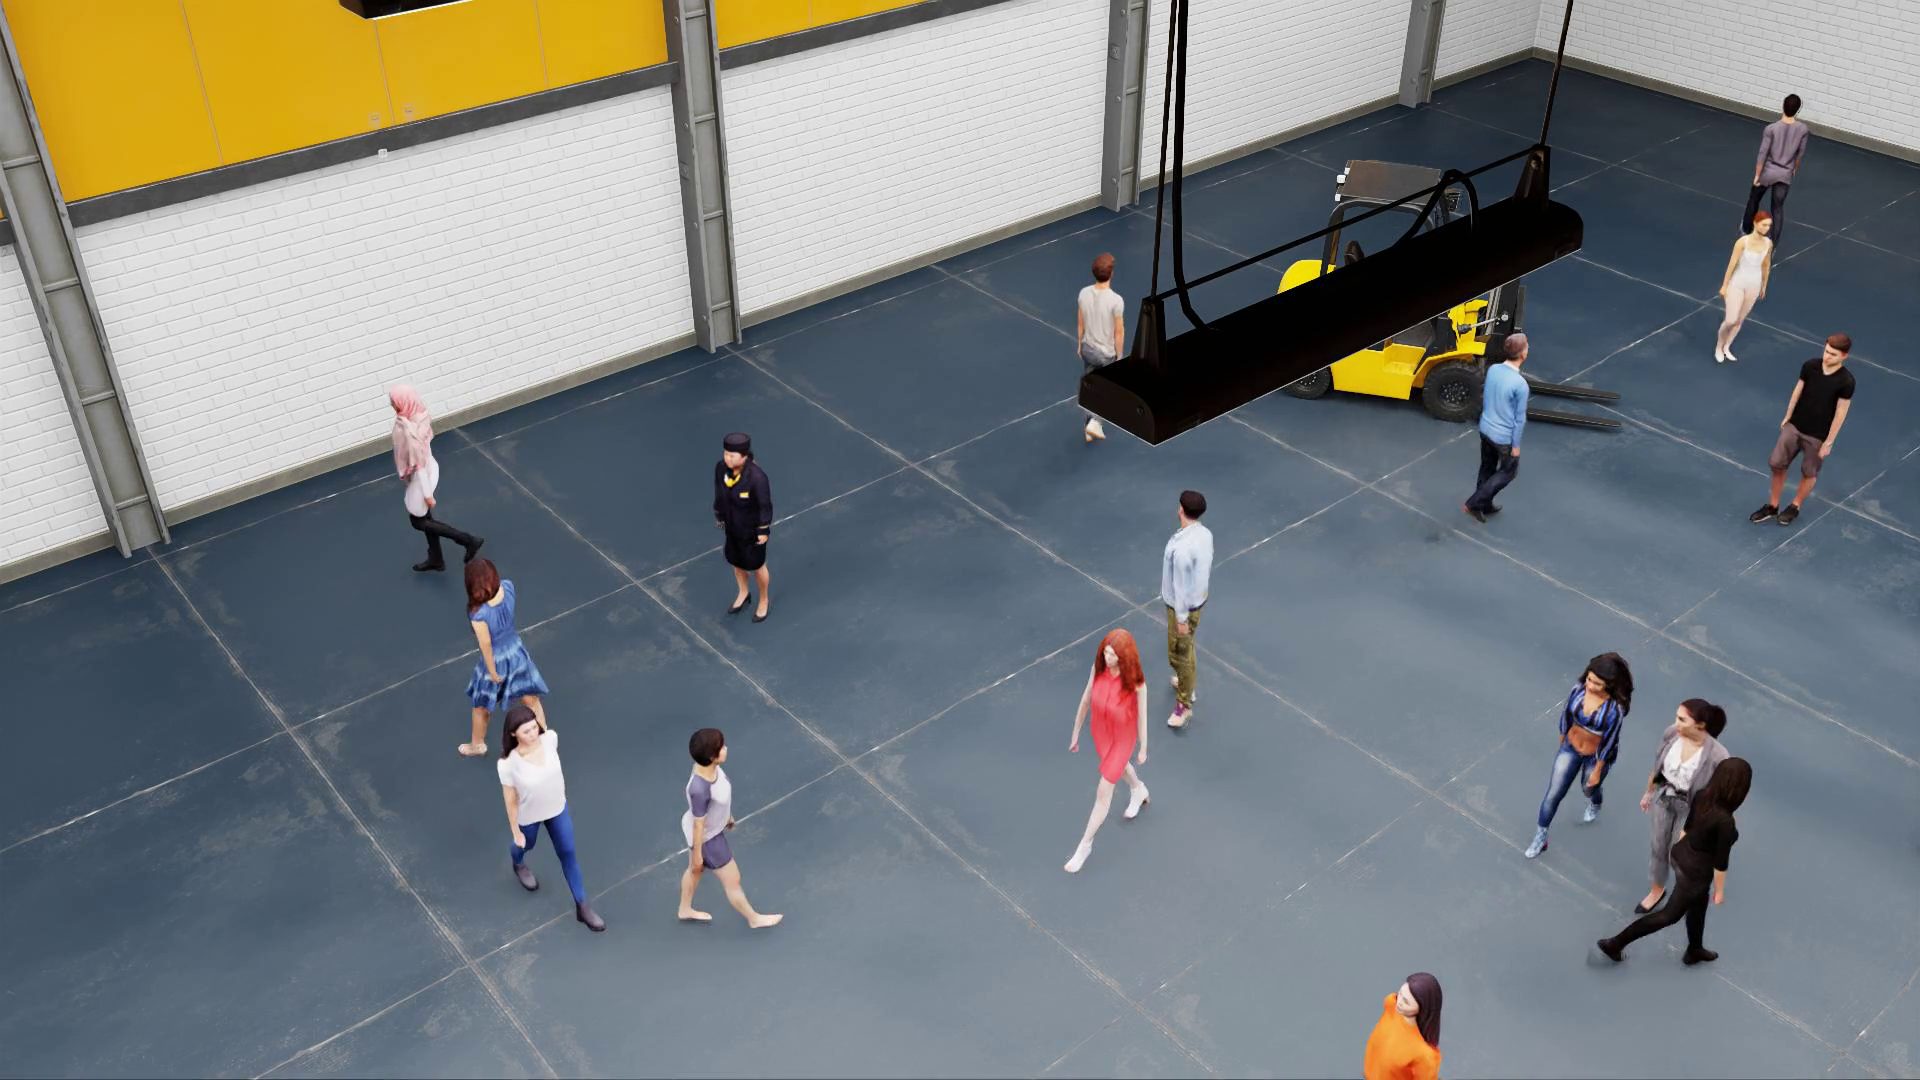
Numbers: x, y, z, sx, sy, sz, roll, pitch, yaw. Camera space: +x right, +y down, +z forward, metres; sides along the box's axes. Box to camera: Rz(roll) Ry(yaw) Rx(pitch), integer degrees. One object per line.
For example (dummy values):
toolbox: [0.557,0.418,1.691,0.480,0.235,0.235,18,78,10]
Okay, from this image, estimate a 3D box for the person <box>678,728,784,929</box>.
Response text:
person: [-1.673,1.842,10.481,1.009,1.529,0.908,0,34,0]

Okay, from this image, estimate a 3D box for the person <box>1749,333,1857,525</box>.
person: [7.450,-0.980,14.438,0.785,1.850,0.742,-21,39,-28]

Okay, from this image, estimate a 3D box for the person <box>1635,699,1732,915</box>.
person: [4.640,1.685,10.608,0.821,1.651,0.678,-22,40,-30]

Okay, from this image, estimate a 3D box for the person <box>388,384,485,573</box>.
person: [-4.347,-0.489,13.754,0.986,1.789,0.871,-5,34,-7]

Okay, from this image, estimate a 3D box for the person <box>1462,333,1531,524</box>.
person: [4.629,-0.930,14.404,0.854,1.805,0.788,-14,36,-20]

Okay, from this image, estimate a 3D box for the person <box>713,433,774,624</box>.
person: [-1.708,-0.107,13.287,0.773,1.671,0.737,19,38,27]

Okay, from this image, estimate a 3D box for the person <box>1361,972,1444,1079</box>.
person: [2.357,2.872,8.748,0.954,1.735,0.838,-7,34,-10]

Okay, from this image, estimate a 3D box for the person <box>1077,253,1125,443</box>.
person: [1.269,-1.731,15.540,0.778,1.882,0.804,21,39,28]

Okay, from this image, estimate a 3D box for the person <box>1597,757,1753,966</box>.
person: [4.383,2.033,10.134,1.112,1.597,0.994,2,34,2]

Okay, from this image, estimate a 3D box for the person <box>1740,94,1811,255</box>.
person: [9.512,-4.214,19.333,1.128,1.817,1.281,7,34,11]

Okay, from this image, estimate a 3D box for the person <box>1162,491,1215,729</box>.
person: [1.688,0.518,12.242,0.986,1.786,0.779,7,34,10]

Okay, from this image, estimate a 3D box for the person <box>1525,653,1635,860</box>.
person: [4.207,1.413,11.072,1.018,1.591,0.647,-28,43,-36]

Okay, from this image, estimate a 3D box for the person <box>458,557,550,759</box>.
person: [-3.122,0.920,11.650,0.956,1.772,1.019,15,36,21]

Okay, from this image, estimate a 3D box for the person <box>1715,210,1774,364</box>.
person: [8.026,-2.635,17.122,0.669,1.636,0.750,-3,34,-5]

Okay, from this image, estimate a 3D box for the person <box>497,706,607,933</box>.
person: [-2.733,1.714,10.574,0.779,1.641,1.102,27,42,34]

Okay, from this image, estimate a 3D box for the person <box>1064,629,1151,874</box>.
person: [1.074,1.307,11.064,0.703,1.777,1.170,28,42,35]
